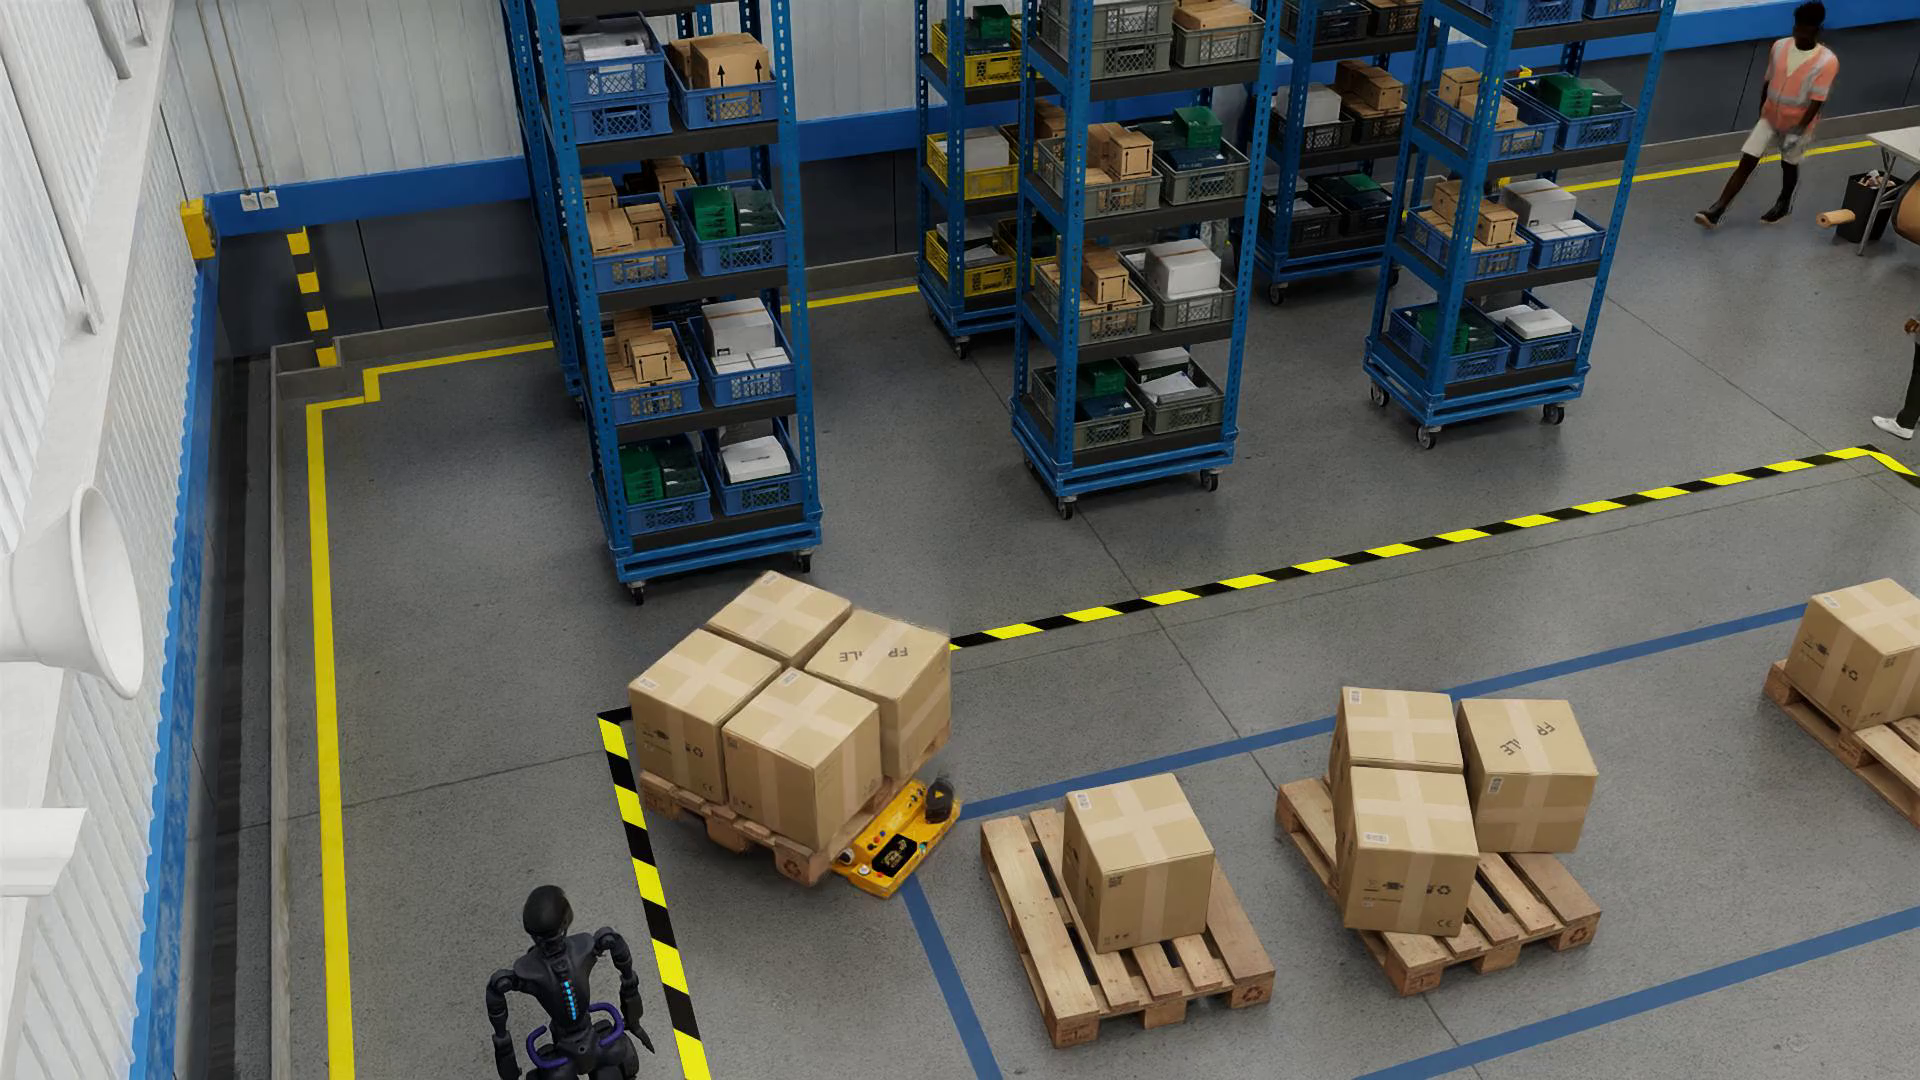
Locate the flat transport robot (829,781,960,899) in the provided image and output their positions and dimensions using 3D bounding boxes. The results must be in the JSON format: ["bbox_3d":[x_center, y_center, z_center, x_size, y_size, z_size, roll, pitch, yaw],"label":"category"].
[{"bbox_3d":[-0.774,1.236,8.279,1.431,0.197,0.652,20,40,26],"label":"flat transport robot"}]

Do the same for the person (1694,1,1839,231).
[{"bbox_3d":[6.597,-3.370,13.413,1.056,1.898,0.615,-21,41,-27],"label":"person"}]

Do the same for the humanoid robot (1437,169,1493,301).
[{"bbox_3d":[3.741,-2.317,12.136,0.655,1.639,0.601,-8,36,-11],"label":"humanoid robot"}]

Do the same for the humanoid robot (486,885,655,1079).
[{"bbox_3d":[-1.420,1.903,6.124,0.599,1.655,0.315,-18,39,-24],"label":"humanoid robot"}]

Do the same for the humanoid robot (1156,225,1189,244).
[{"bbox_3d":[1.371,-1.558,11.042,0.351,1.637,0.592,15,38,20],"label":"humanoid robot"}]

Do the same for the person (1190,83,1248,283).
[{"bbox_3d":[1.869,-2.783,12.554,0.373,1.940,0.629,25,42,31],"label":"person"}]

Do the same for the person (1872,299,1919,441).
[{"bbox_3d":[6.442,-1.515,10.830,0.589,1.852,0.396,-8,36,-11],"label":"person"}]
